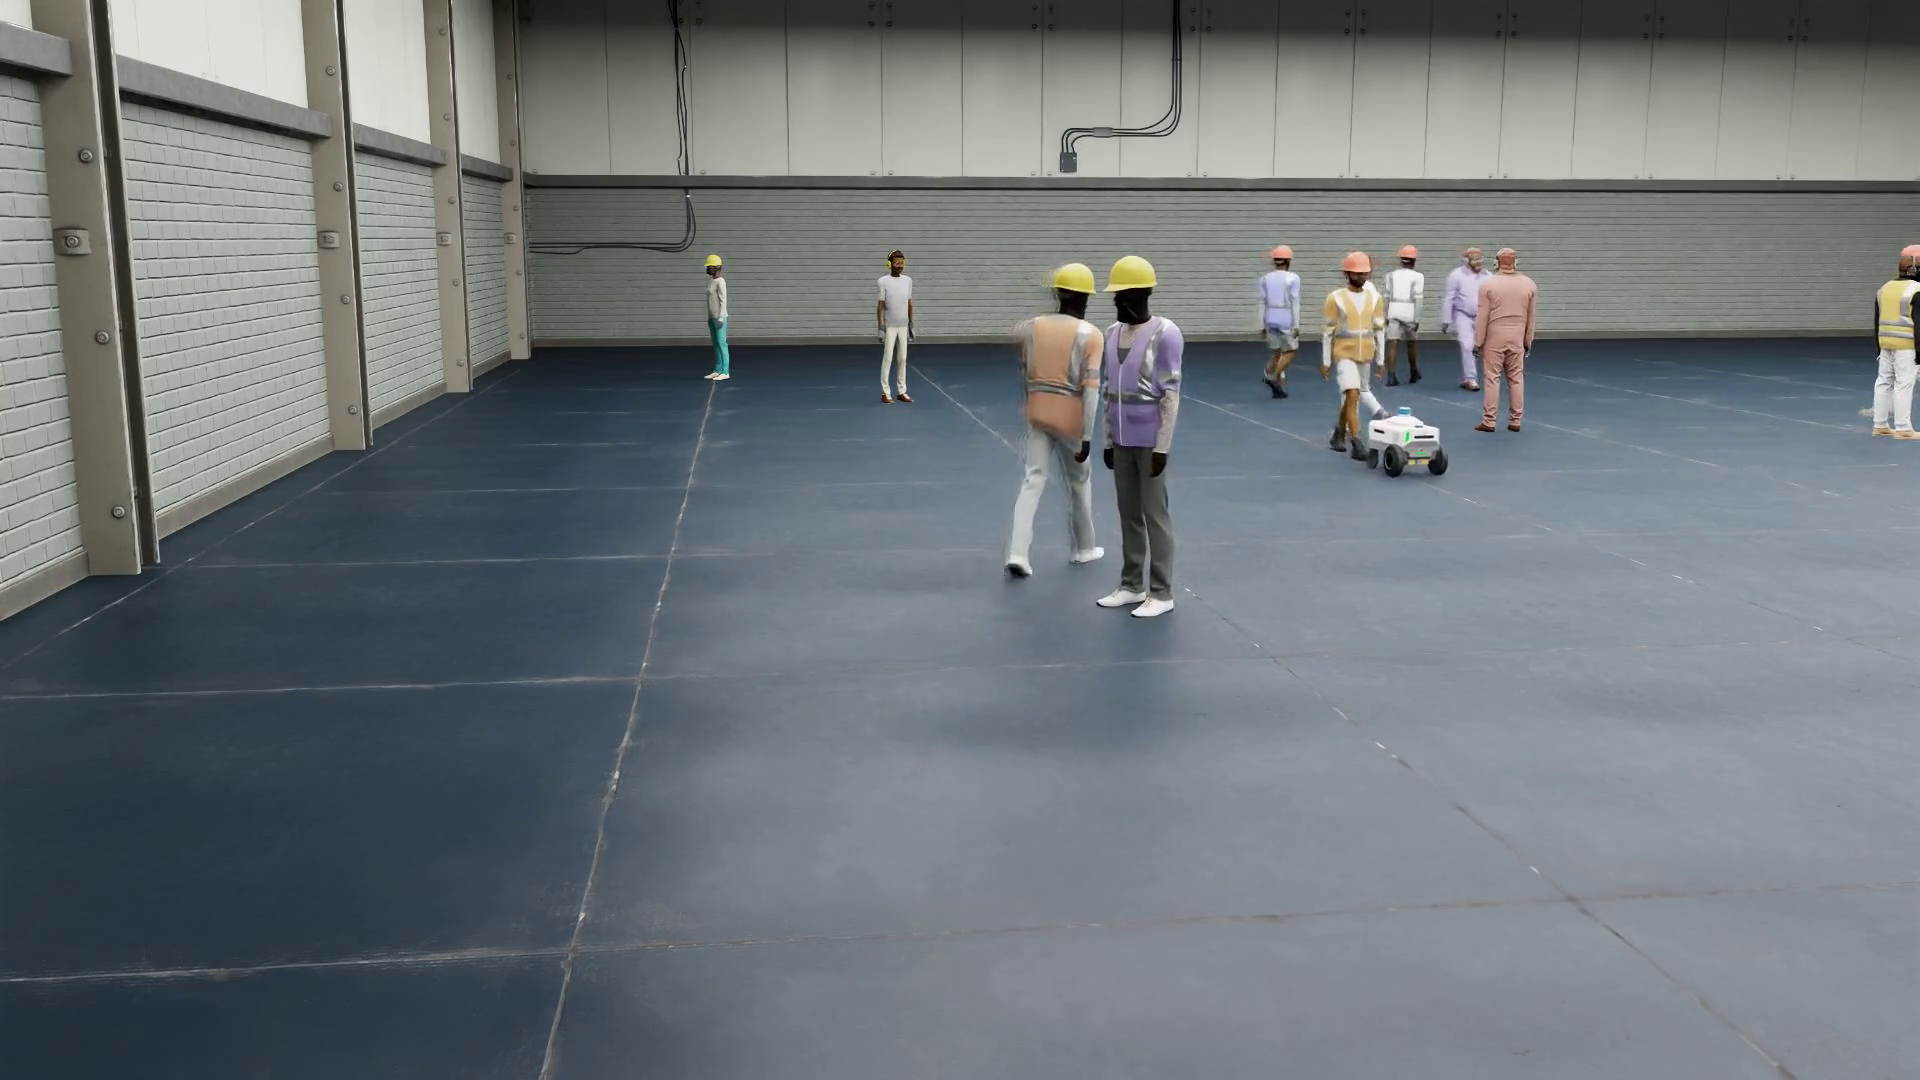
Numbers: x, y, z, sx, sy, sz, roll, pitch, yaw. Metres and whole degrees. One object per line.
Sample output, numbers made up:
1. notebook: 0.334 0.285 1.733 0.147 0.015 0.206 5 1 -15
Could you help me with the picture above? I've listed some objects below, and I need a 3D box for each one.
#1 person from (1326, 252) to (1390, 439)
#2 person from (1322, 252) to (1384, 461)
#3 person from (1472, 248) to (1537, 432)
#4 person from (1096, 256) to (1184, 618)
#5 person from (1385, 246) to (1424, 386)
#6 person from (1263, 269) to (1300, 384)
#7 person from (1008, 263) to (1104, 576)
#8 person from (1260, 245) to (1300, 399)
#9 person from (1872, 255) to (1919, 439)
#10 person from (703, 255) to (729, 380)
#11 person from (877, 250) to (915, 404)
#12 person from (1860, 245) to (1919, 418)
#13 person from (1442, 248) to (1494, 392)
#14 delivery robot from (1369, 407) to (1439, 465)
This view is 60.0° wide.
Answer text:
1. person: 3.967 -1.924 16.579 0.518 1.872 0.596 8 13 38
2. person: 3.630 -1.711 15.371 0.556 1.895 0.972 -2 11 -11
3. person: 5.641 -2.073 17.311 0.650 1.904 0.401 -1 10 -8
4. person: 0.950 -0.553 8.943 0.392 1.923 0.590 -7 12 -34
5. person: 6.101 -3.072 22.816 0.572 1.882 0.973 7 12 32
6. person: 4.423 -2.987 23.157 0.509 1.602 0.769 -4 11 -19
7. person: 0.586 -0.723 10.017 0.596 1.876 1.012 6 12 29
8. person: 3.976 -2.708 20.728 0.561 1.922 0.516 9 14 41
9. person: 9.482 -1.934 16.735 0.430 1.841 0.624 -2 11 -11
10. person: -3.468 -3.151 23.599 0.311 1.768 0.533 -5 12 -27
11. person: -0.778 -2.594 20.296 0.514 1.864 0.312 -7 13 -36
12. person: 10.476 -2.249 18.200 0.603 1.945 1.027 -8 13 -36
13. person: 6.779 -2.879 21.815 0.787 1.862 0.851 -2 10 -9
14. delivery robot: 3.815 -0.897 14.308 0.477 0.478 0.707 -3 11 -14
